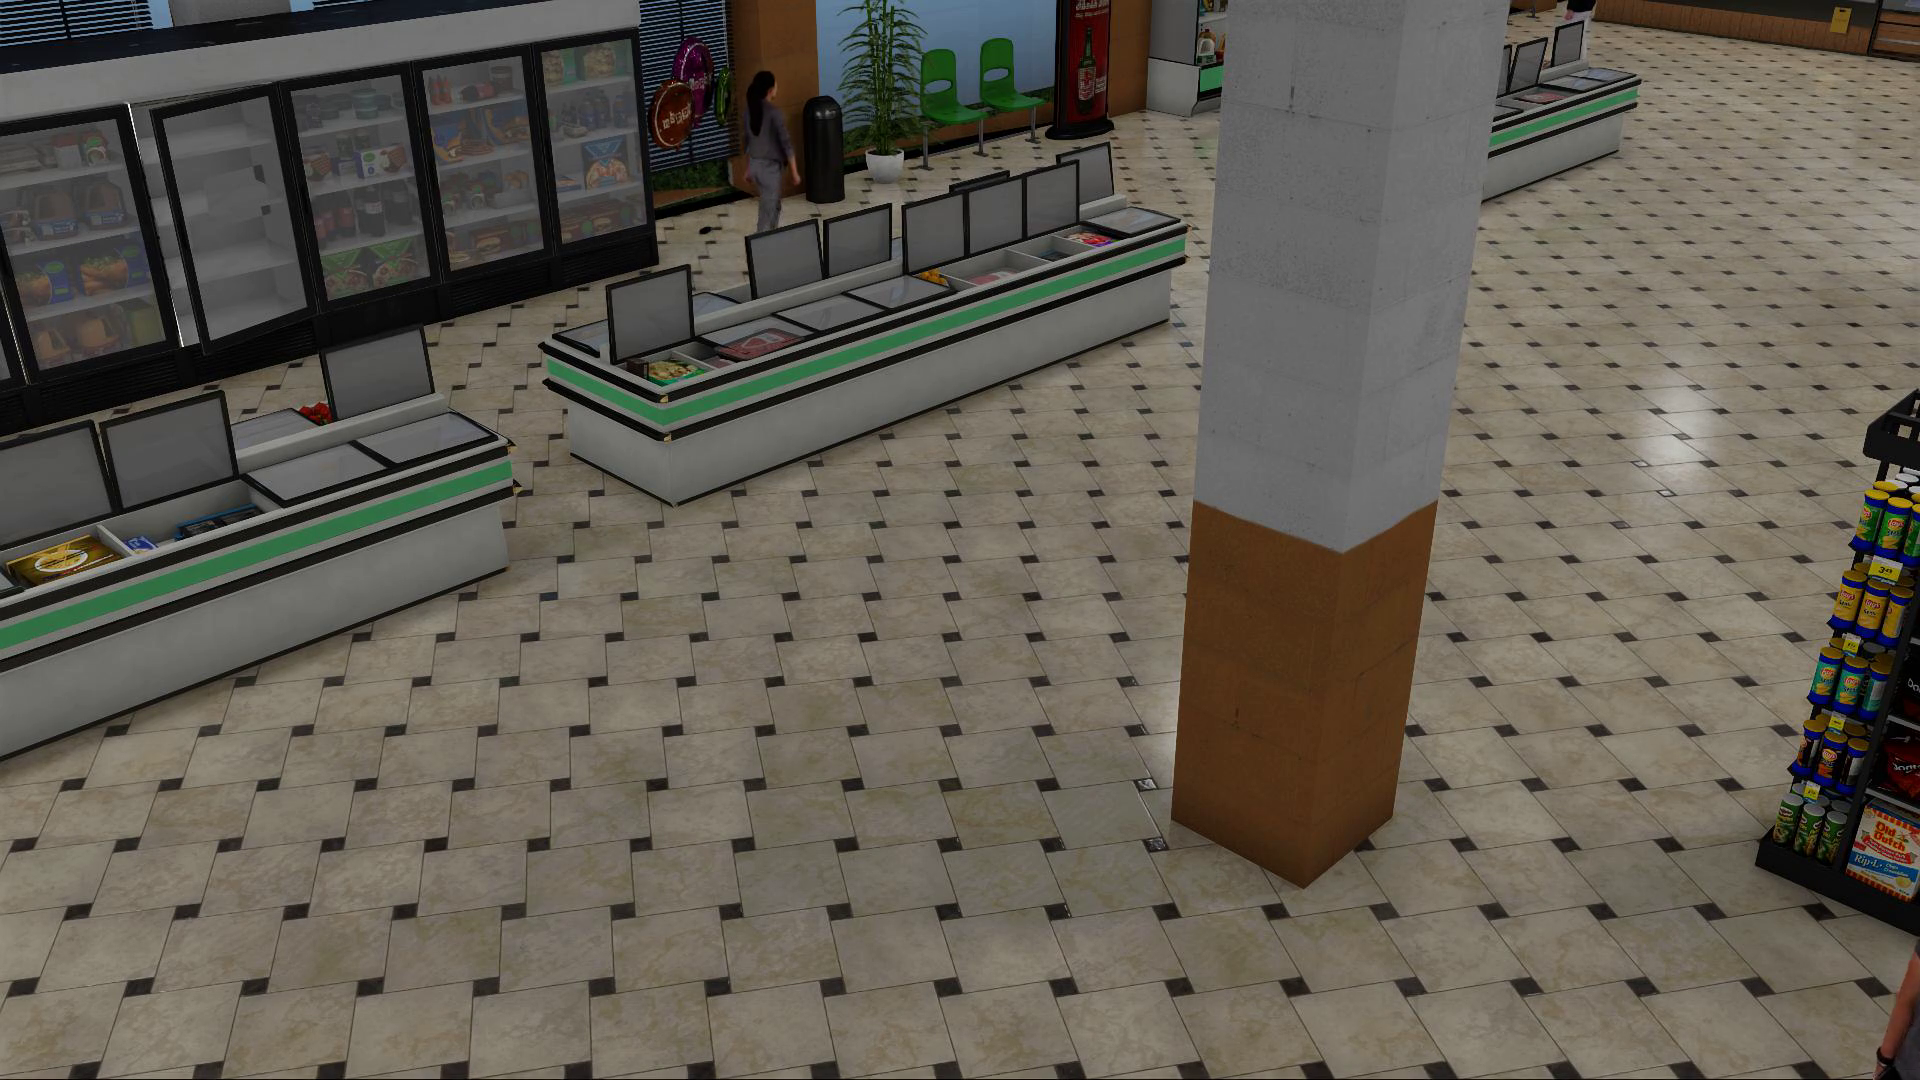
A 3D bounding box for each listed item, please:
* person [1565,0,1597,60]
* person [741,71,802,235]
[{"bbox_3d":[7.749,-6.618,20.746,0.519,1.839,0.729,-20,33,-35],"label":"person"},{"bbox_3d":[-1.673,-3.030,13.871,0.624,1.658,0.726,23,35,37],"label":"person"}]
